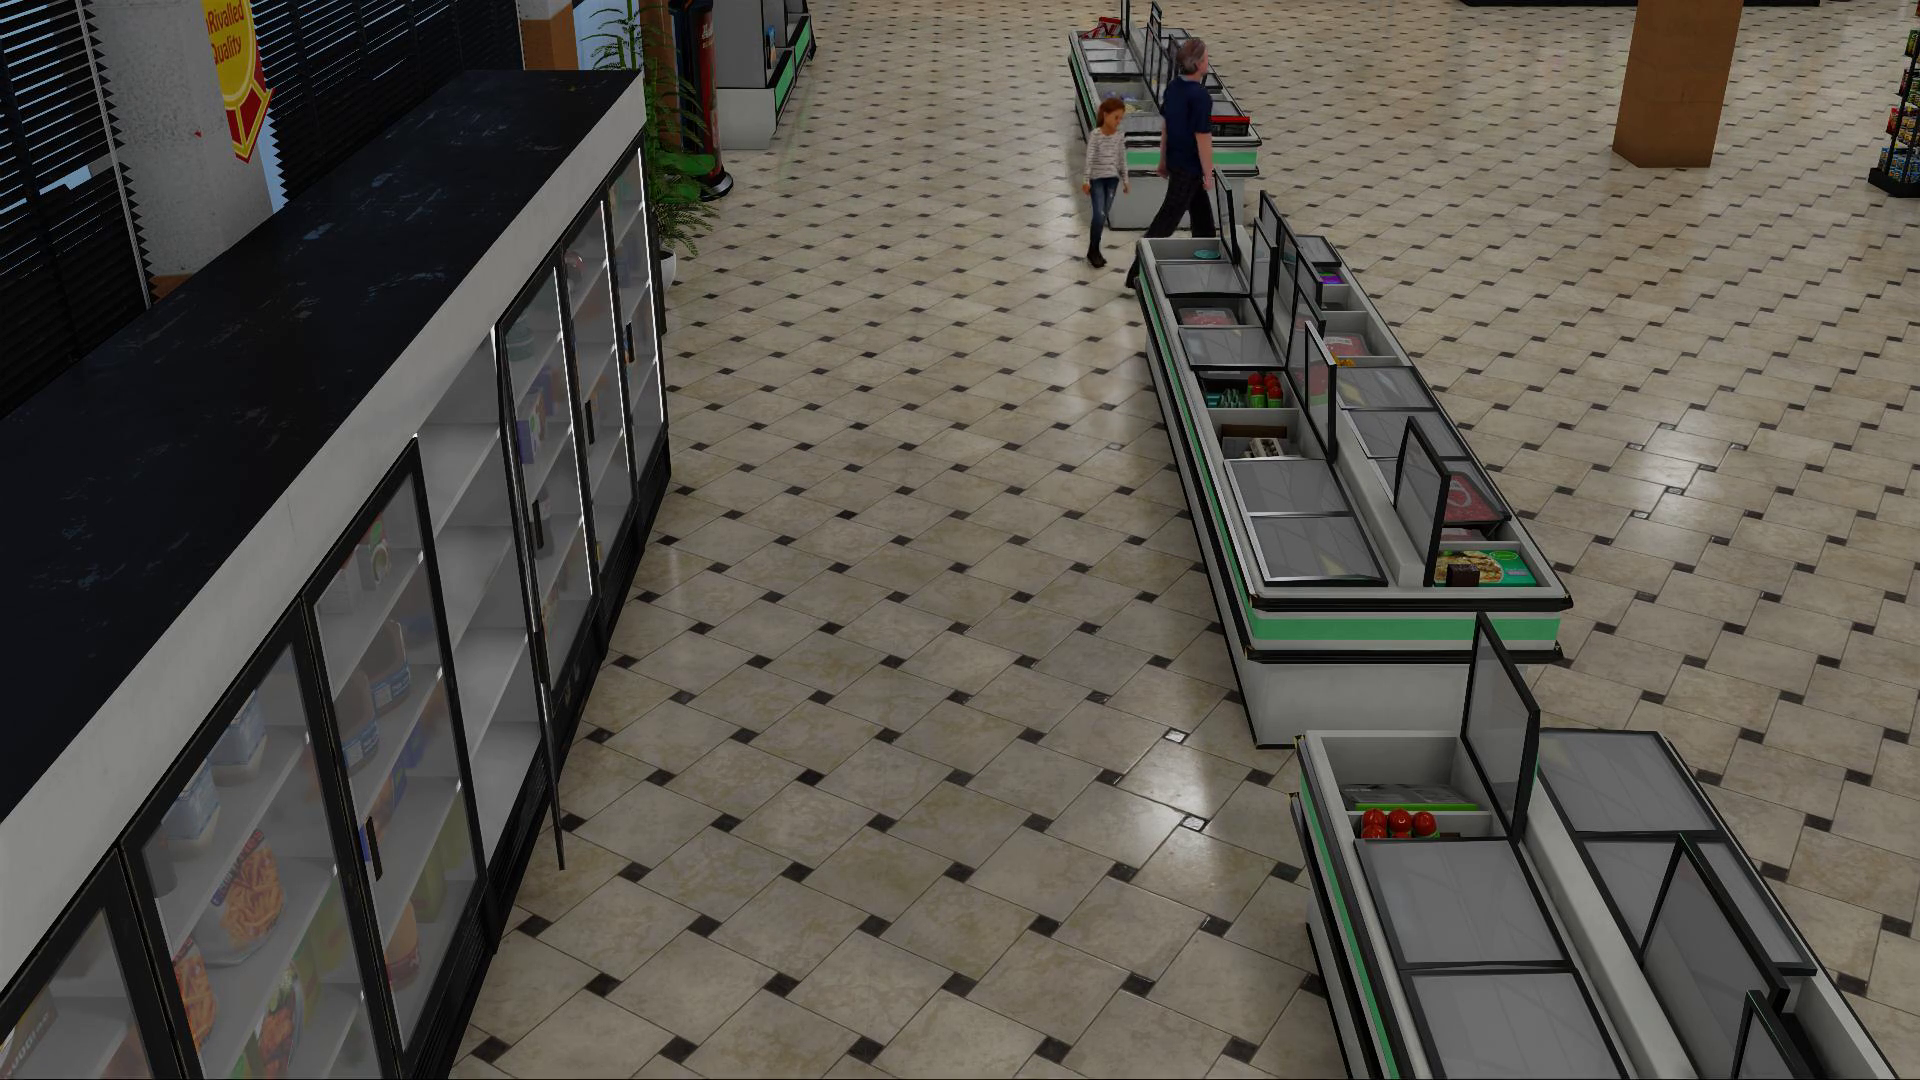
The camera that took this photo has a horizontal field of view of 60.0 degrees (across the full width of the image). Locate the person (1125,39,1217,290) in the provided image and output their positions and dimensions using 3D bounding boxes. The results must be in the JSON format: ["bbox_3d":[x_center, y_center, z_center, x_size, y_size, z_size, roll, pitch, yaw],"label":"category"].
[{"bbox_3d":[1.565,-2.663,12.139,1.014,1.817,1.246,-9,28,-18],"label":"person"}]

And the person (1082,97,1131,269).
[{"bbox_3d":[1.091,-2.814,13.005,0.574,1.302,0.627,-13,30,-24],"label":"person"}]
